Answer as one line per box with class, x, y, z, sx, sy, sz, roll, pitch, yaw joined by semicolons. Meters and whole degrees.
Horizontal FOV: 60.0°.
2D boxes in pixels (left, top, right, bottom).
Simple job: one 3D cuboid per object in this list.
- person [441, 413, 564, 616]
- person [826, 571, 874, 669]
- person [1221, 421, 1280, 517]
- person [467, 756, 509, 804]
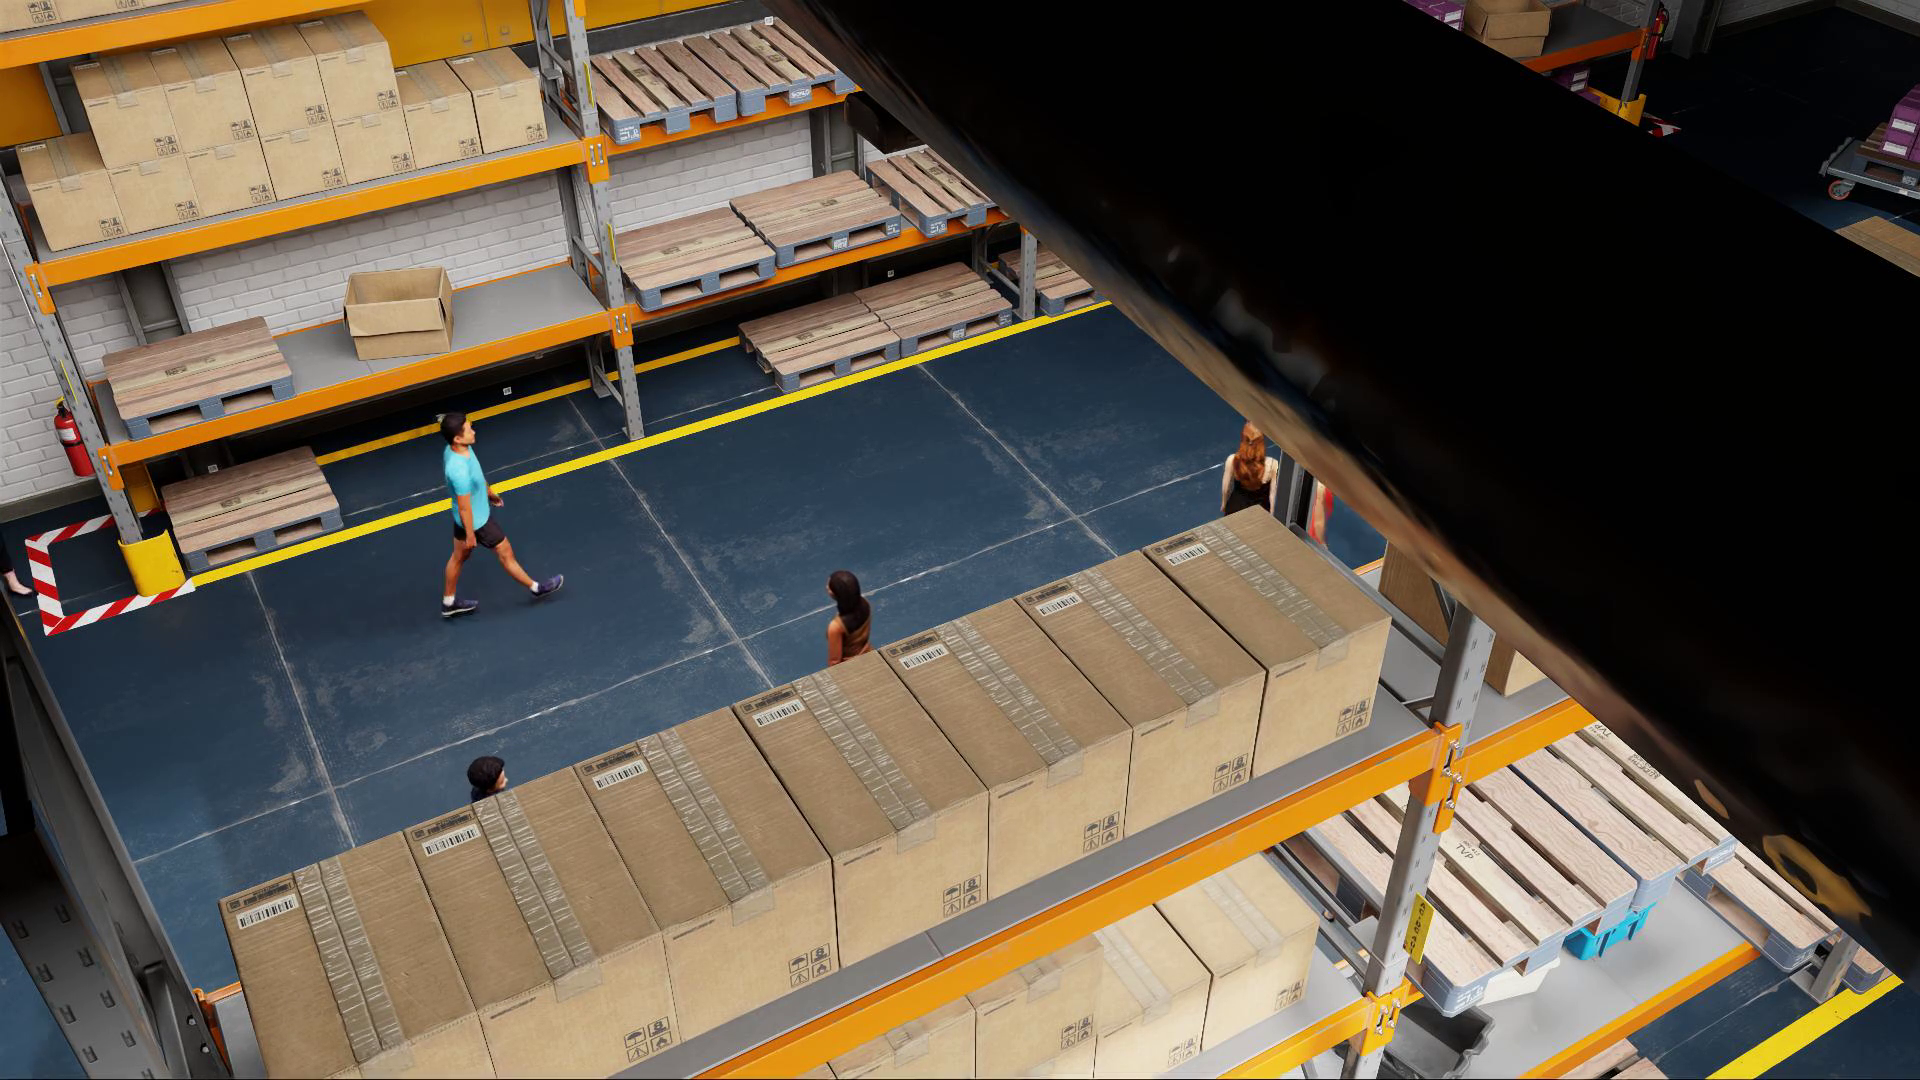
person;-3.653;-0.136;12.130;1.190;1.726;0.761;-13;40;-16
person;-0.707;0.867;10.908;0.701;1.683;0.604;18;42;22
person;2.094;-0.111;12.210;1.041;1.586;1.070;9;39;11
person;-2.852;1.794;10.132;0.883;1.203;0.642;-10;40;-12
